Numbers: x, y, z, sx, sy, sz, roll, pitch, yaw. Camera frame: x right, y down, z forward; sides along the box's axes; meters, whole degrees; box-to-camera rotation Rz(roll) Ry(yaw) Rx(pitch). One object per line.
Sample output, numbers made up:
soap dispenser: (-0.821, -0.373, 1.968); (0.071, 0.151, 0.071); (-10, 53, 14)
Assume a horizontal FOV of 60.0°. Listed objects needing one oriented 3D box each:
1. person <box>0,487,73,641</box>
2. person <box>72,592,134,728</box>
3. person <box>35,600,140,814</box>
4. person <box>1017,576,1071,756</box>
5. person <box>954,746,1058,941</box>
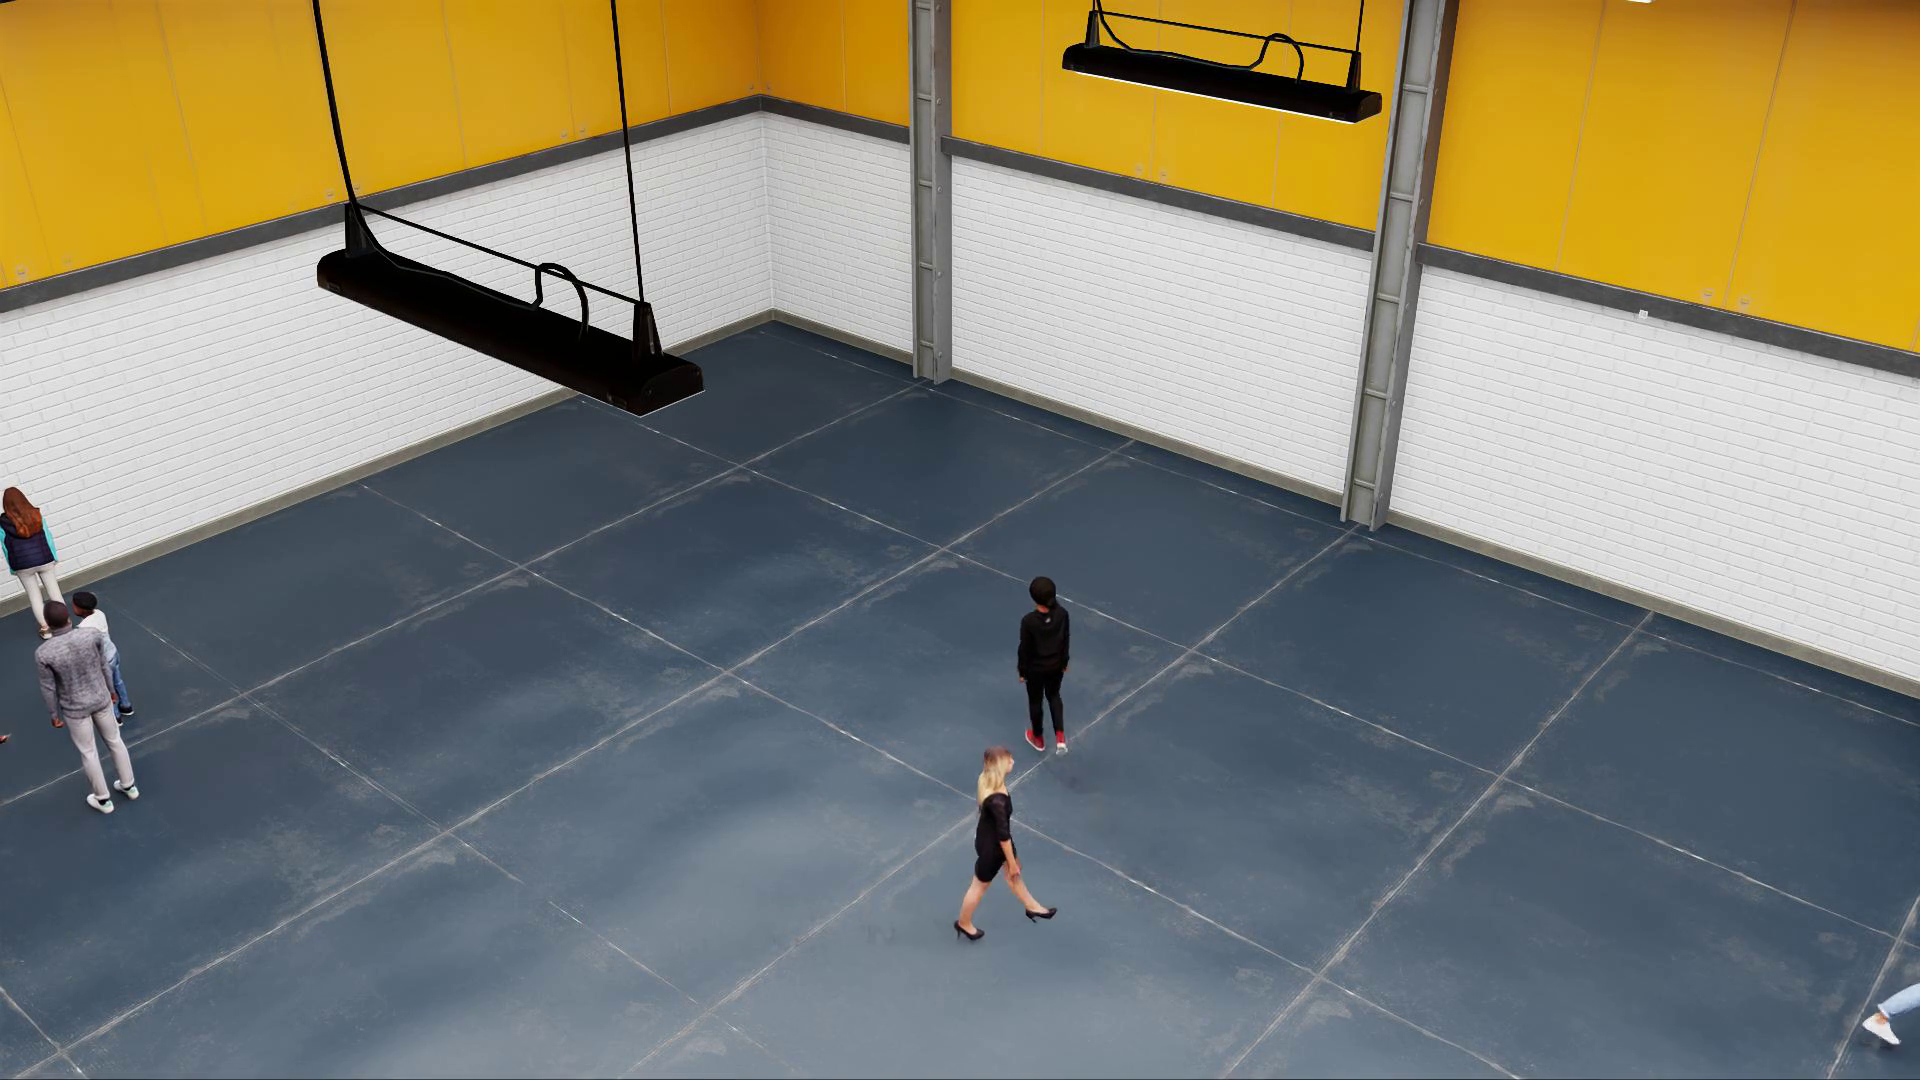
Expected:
person: (-8.486, 0.199, 15.216); (0.635, 1.499, 0.648); (-19, 34, -31)
person: (-7.242, 0.990, 14.016); (0.612, 1.258, 0.559); (1, 29, 1)
person: (-6.770, 1.272, 12.899); (0.540, 1.834, 0.667); (23, 36, 36)
person: (0.720, 1.063, 13.463); (0.842, 1.660, 0.956); (-9, 30, -17)
person: (0.144, 2.134, 11.517); (1.035, 1.644, 0.982); (-3, 29, -6)
